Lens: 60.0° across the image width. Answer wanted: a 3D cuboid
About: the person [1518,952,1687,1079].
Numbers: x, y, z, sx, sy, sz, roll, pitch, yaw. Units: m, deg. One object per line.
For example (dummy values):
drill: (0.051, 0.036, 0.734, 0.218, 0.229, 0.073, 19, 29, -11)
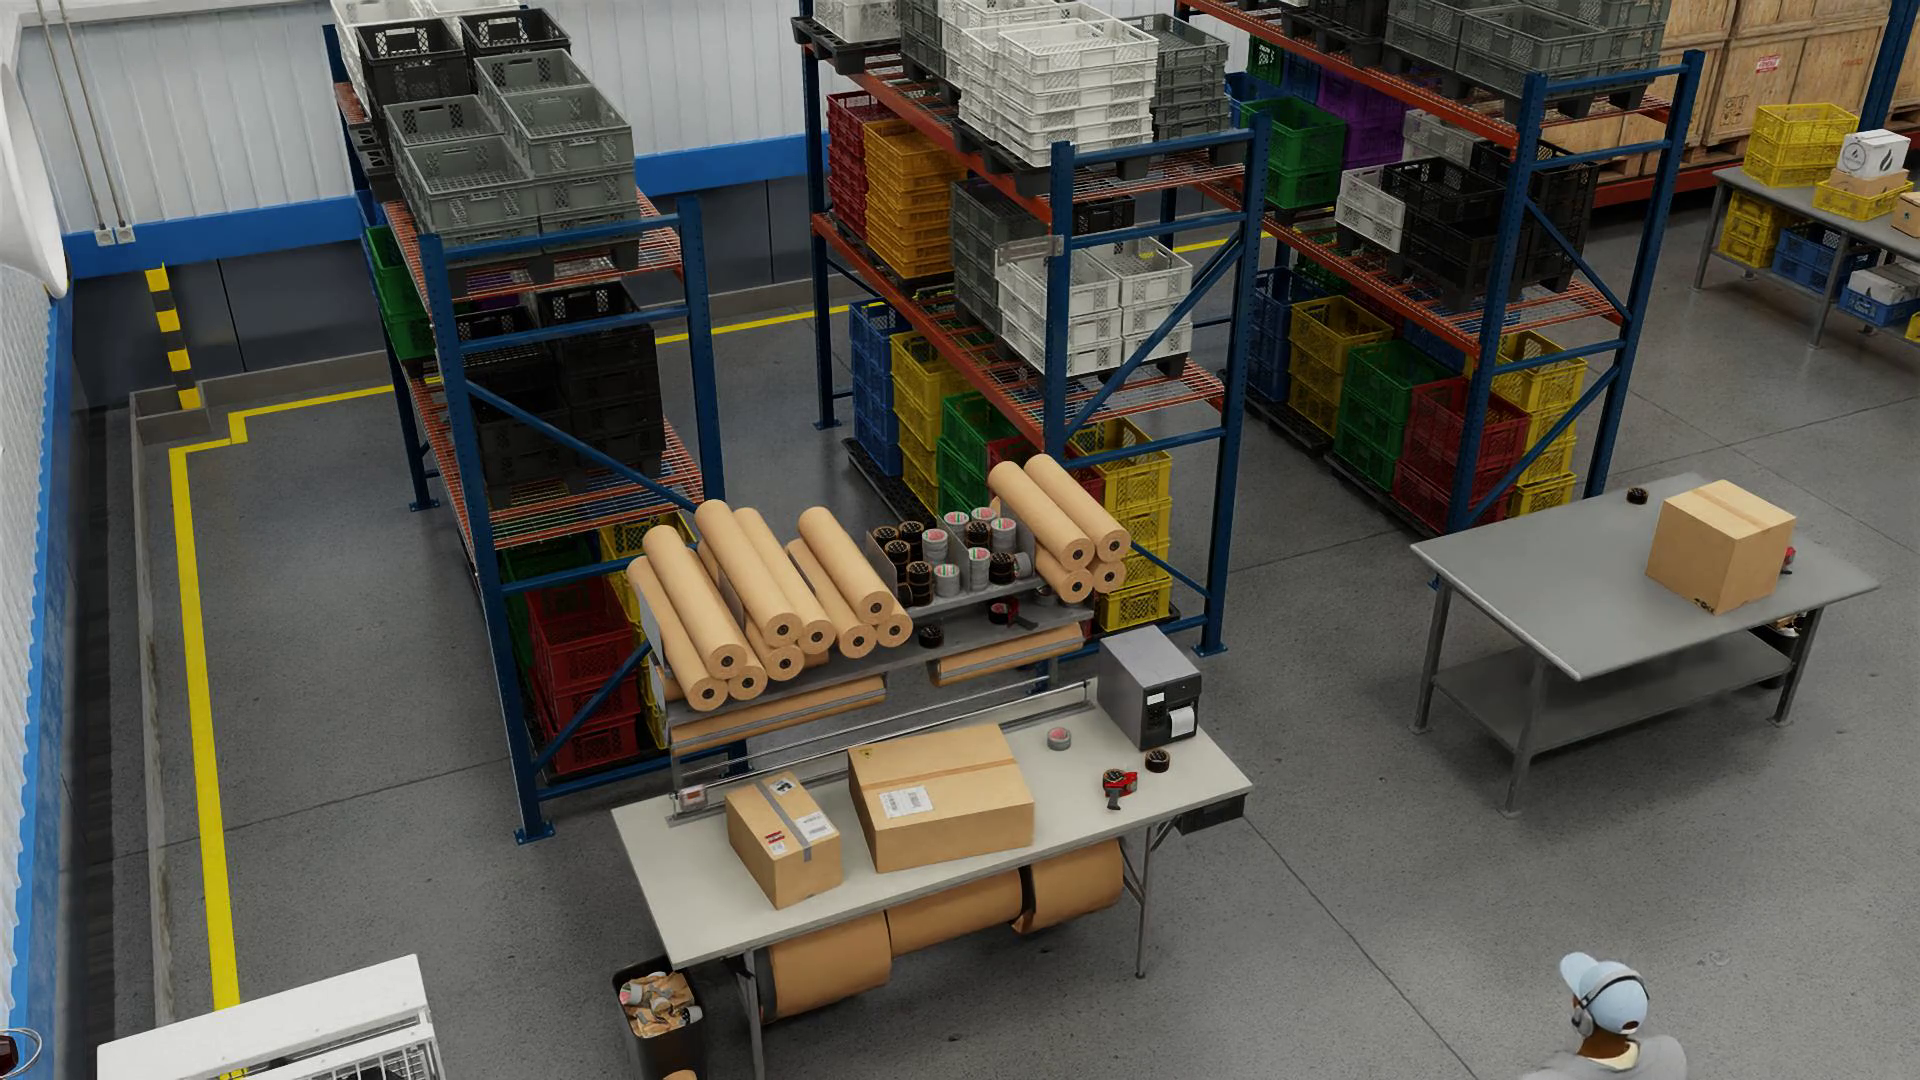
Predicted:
person: (1.872, 2.010, 5.196, 0.589, 1.851, 0.401, -11, 33, -17)
